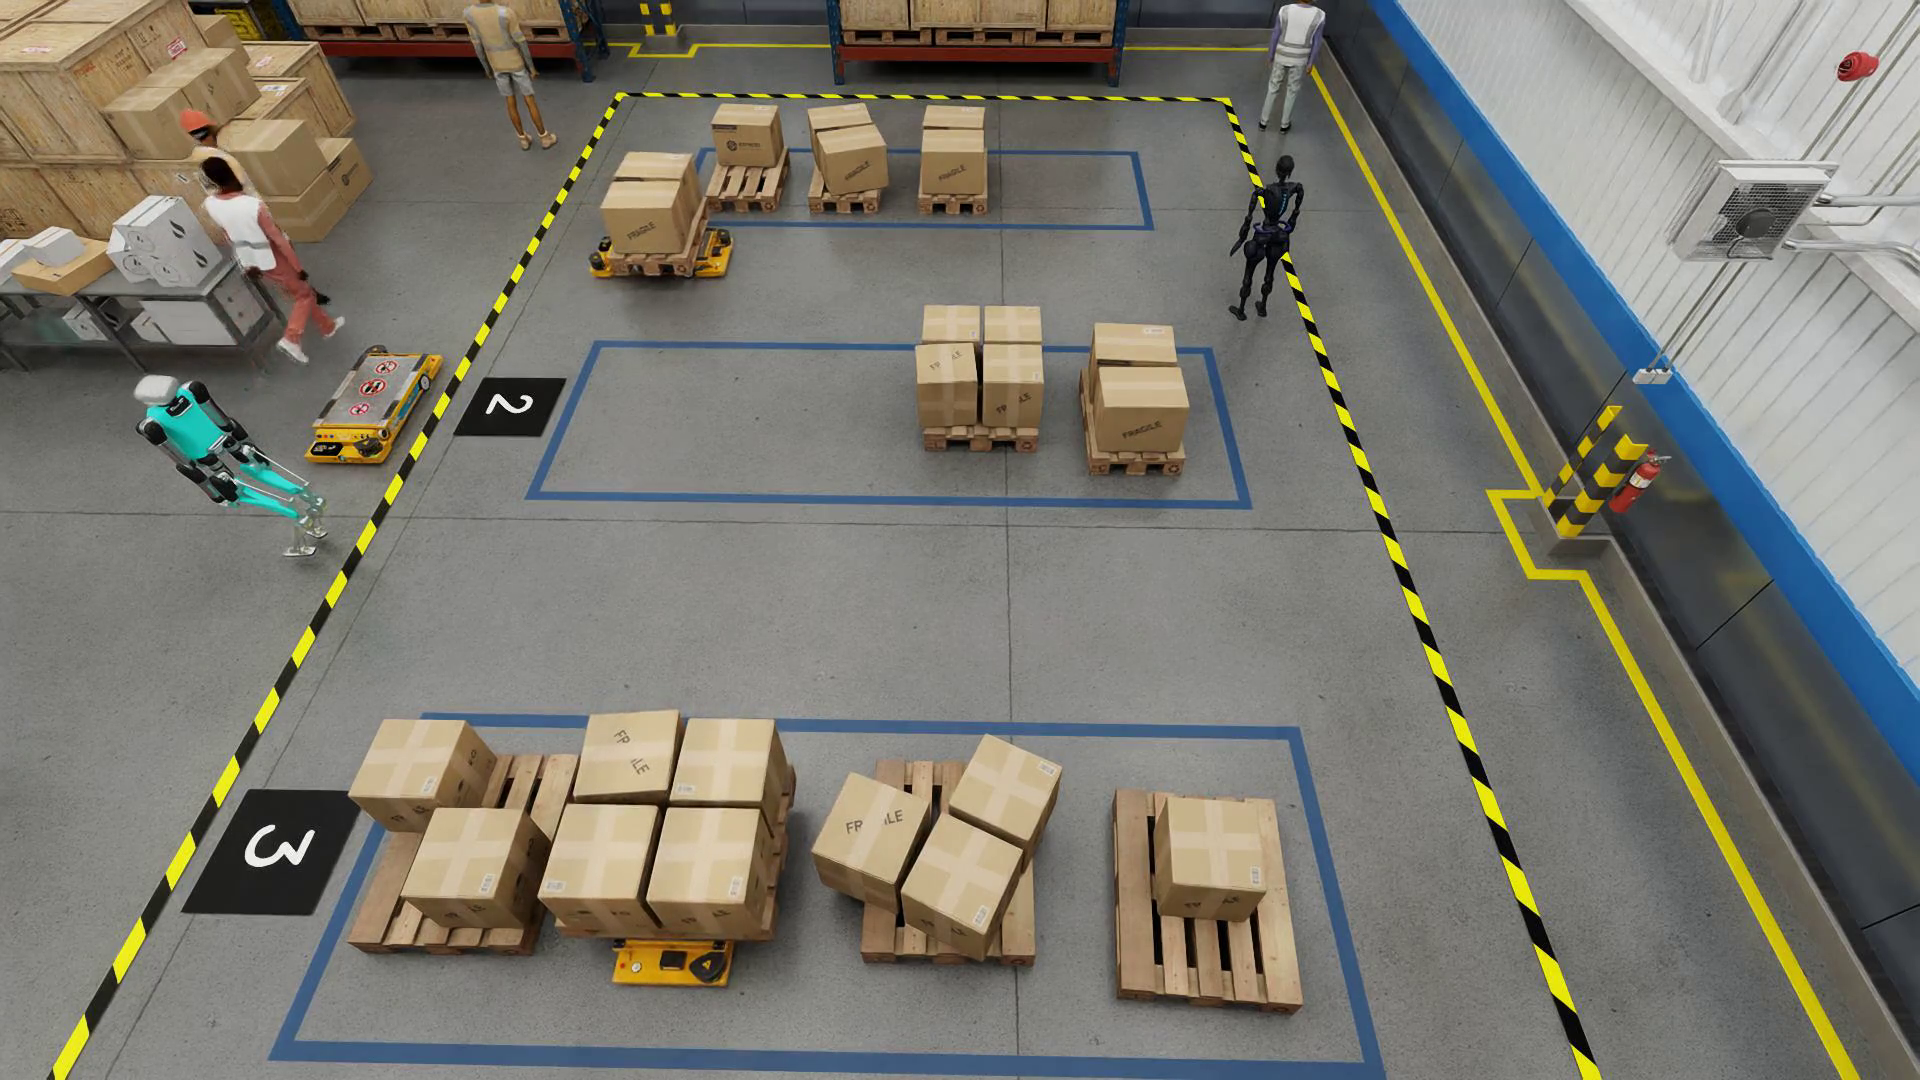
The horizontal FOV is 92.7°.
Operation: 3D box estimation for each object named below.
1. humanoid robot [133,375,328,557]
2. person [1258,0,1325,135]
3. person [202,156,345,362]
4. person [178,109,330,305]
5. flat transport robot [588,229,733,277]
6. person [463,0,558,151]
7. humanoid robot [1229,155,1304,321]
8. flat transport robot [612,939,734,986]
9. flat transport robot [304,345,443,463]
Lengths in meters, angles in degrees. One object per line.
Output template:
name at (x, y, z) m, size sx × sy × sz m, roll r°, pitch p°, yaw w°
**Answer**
humanoid robot at (-5.178, -0.488, 6.730) m, size 0.735 × 1.677 × 0.533 m, roll 8°, pitch 50°, yaw 7°
person at (4.139, -6.025, 11.440) m, size 0.601 × 1.830 × 0.404 m, roll 16°, pitch 52°, yaw 13°
person at (-6.413, -2.562, 8.483) m, size 0.605 × 1.883 × 0.742 m, roll 9°, pitch 50°, yaw 7°
person at (-6.954, -3.239, 9.060) m, size 0.771 × 1.893 × 0.360 m, roll 19°, pitch 52°, yaw 15°
flat transport robot at (-3.255, -3.147, 10.012) m, size 1.431 × 0.197 × 0.652 m, roll 0°, pitch 50°, yaw 0°
person at (-5.462, -5.768, 11.094) m, size 0.613 × 2.029 × 0.398 m, roll -2°, pitch 50°, yaw -2°
humanoid robot at (2.965, -2.917, 8.904) m, size 0.599 × 1.655 × 0.315 m, roll -8°, pitch 50°, yaw -7°
flat transport robot at (-1.659, 1.970, 5.682) m, size 0.652 × 0.197 × 1.431 m, roll 1°, pitch 50°, yaw 1°
flat transport robot at (-5.383, -1.269, 8.441) m, size 0.659 × 0.231 × 1.431 m, roll 1°, pitch 50°, yaw 1°
